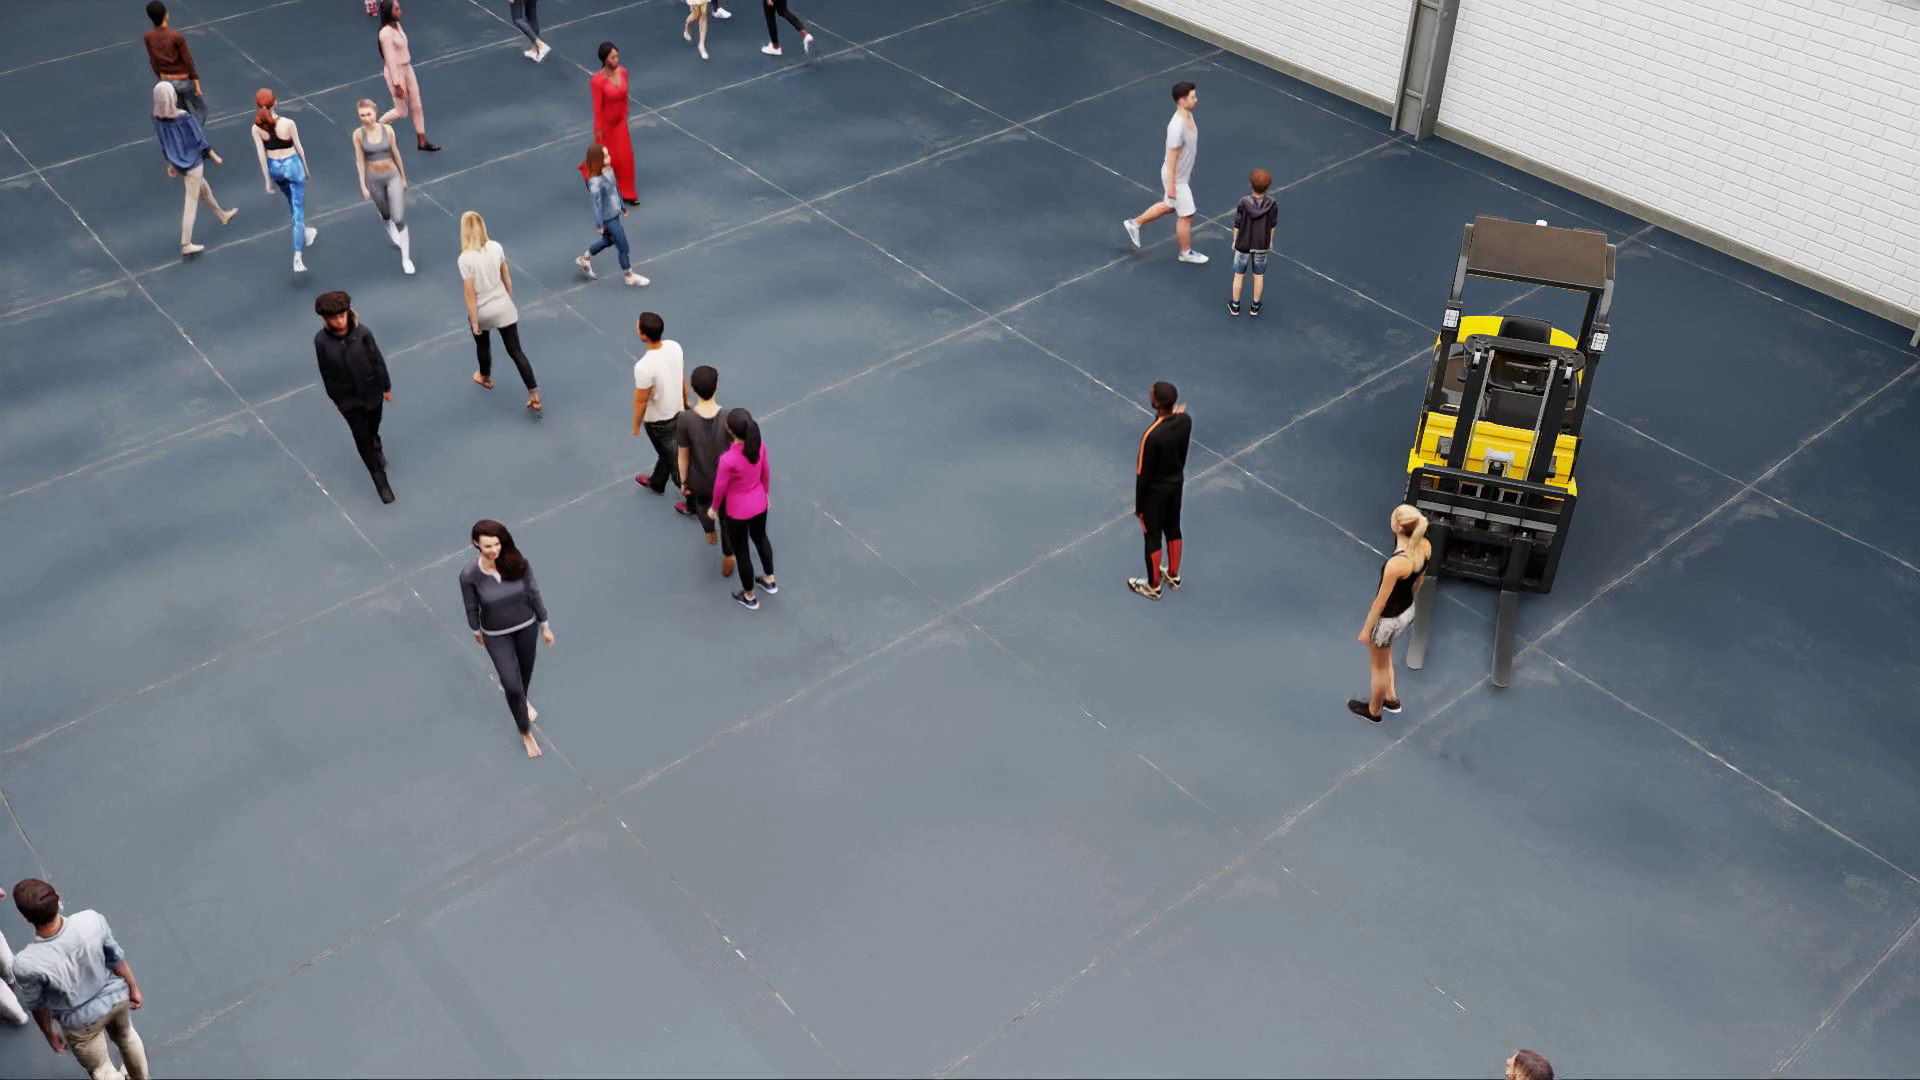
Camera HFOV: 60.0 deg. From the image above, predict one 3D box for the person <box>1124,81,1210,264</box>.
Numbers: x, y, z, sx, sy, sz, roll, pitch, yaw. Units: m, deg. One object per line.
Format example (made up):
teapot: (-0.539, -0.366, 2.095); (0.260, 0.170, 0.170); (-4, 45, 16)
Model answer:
person: (2.001, -3.529, 15.998); (1.238, 1.832, 1.067); (11, 40, 13)

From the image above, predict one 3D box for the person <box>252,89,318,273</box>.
person: (-6.421, -3.394, 15.912); (1.055, 1.738, 1.268); (-4, 39, -5)

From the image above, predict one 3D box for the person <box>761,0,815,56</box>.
person: (-2.136, -6.588, 19.919); (1.094, 1.719, 0.879); (23, 44, 26)

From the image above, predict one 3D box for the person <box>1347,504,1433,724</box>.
person: (2.903, 0.534, 10.904); (0.643, 1.840, 0.645); (-31, 48, -33)

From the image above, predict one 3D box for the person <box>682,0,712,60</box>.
person: (-3.210, -6.681, 20.033); (0.627, 1.723, 0.776); (-21, 43, -24)

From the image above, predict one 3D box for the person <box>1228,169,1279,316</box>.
person: (2.692, -2.746, 15.328); (0.622, 1.446, 0.681); (3, 39, 3)

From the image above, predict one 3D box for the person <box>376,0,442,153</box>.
person: (-6.095, -4.951, 17.883); (1.063, 1.702, 0.997); (3, 39, 4)

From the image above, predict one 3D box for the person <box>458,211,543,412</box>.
person: (-3.861, -1.865, 13.955); (0.690, 1.781, 1.205); (-31, 48, -33)

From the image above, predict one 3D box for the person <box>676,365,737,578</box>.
person: (-1.823, -0.457, 12.264); (0.924, 1.692, 1.023); (-3, 39, -3)

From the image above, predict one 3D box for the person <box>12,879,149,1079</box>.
person: (-4.387, 2.451, 8.516); (1.104, 1.825, 0.782); (27, 46, 30)

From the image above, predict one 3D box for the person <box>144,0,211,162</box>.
person: (-8.333, -4.805, 17.644); (0.826, 1.771, 0.885); (2, 39, 3)

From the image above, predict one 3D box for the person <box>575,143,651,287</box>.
person: (-3.389, -3.067, 15.720); (1.014, 1.456, 0.952); (3, 39, 4)

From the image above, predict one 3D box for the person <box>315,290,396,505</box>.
person: (-4.789, -1.223, 13.188); (0.725, 1.735, 1.140); (-20, 43, -23)

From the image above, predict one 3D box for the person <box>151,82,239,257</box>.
person: (-7.576, -3.584, 16.224); (1.197, 1.646, 1.087); (12, 40, 15)

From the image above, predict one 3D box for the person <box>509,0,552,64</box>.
person: (-5.132, -6.518, 19.769); (0.876, 1.796, 0.687); (28, 47, 31)

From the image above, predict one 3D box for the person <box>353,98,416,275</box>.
person: (-5.569, -3.474, 16.059); (0.825, 1.669, 1.182); (-15, 41, -18)

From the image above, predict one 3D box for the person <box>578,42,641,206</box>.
person: (-3.600, -4.247, 16.966); (0.961, 1.757, 0.736); (28, 46, 30)

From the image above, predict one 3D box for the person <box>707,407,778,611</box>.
person: (-1.522, -0.200, 11.949); (0.656, 1.694, 0.639); (29, 47, 32)

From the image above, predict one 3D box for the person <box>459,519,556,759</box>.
person: (-3.004, 0.533, 10.982); (0.652, 1.744, 0.873); (-24, 44, -27)

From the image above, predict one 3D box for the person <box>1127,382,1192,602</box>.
person: (1.471, -0.360, 12.053); (0.614, 1.804, 0.557); (-25, 45, -28)

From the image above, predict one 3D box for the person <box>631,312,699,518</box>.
person: (-2.220, -0.930, 12.798); (1.086, 1.775, 0.895); (18, 42, 22)
